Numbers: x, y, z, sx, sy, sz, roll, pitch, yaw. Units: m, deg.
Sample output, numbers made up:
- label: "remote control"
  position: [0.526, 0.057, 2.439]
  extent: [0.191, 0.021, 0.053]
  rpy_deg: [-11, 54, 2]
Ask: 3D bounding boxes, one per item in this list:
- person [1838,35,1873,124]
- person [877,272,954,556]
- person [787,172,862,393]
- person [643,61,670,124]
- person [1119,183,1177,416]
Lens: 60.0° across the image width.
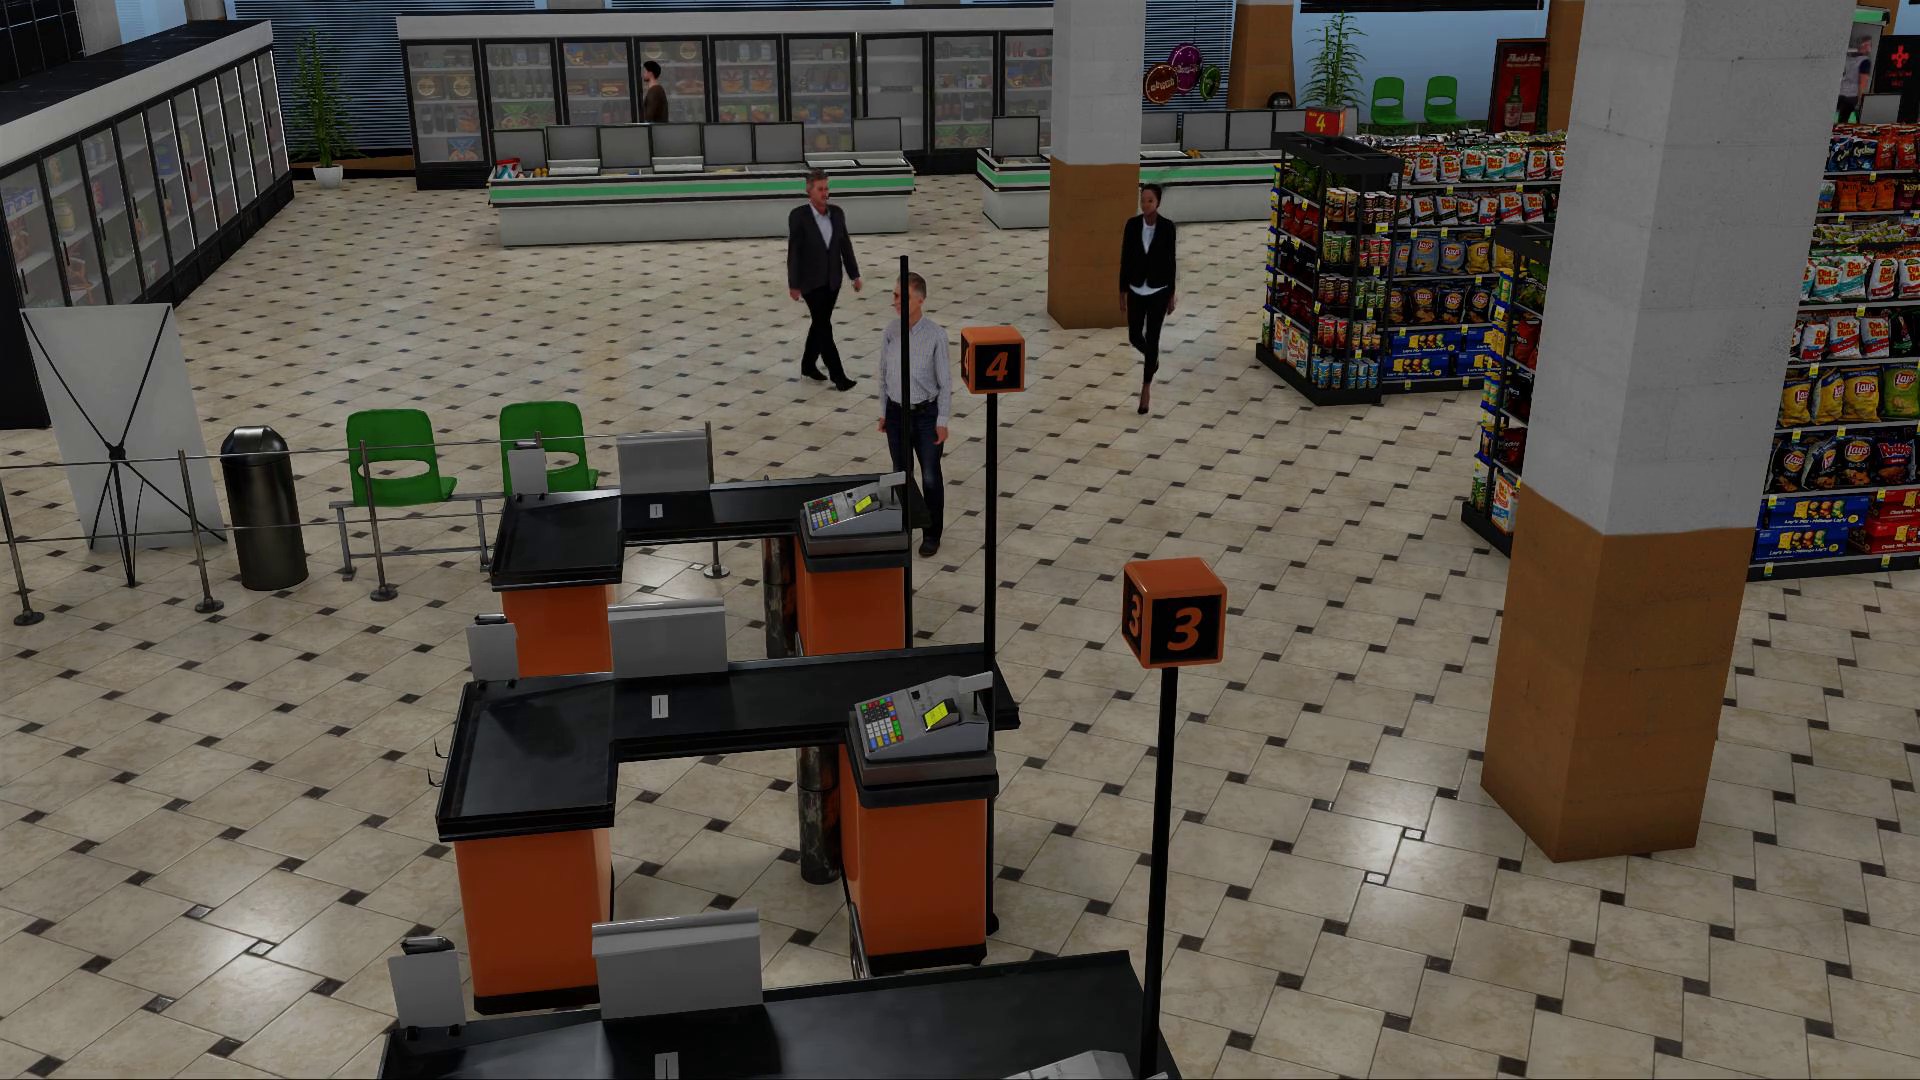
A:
- label: "person"
  position: [13.362, -6.654, 25.062]
  extent: [0.622, 1.814, 0.691]
  rpy_deg: [-5, 22, -11]
- label: "person"
  position: [-0.283, -0.797, 10.477]
  extent: [0.709, 1.819, 0.798]
  rpy_deg: [11, 25, 26]
- label: "person"
  position: [-1.209, -2.161, 13.899]
  extent: [1.224, 1.799, 1.170]
  rpy_deg: [-19, 28, -38]
- label: "person"
  position: [-3.739, -5.093, 21.149]
  extent: [1.170, 1.835, 0.690]
  rpy_deg: [-2, 22, -6]
- label: "person"
  position: [1.535, -1.952, 13.362]
  extent: [1.047, 1.812, 0.979]
  rpy_deg: [8, 23, 18]
